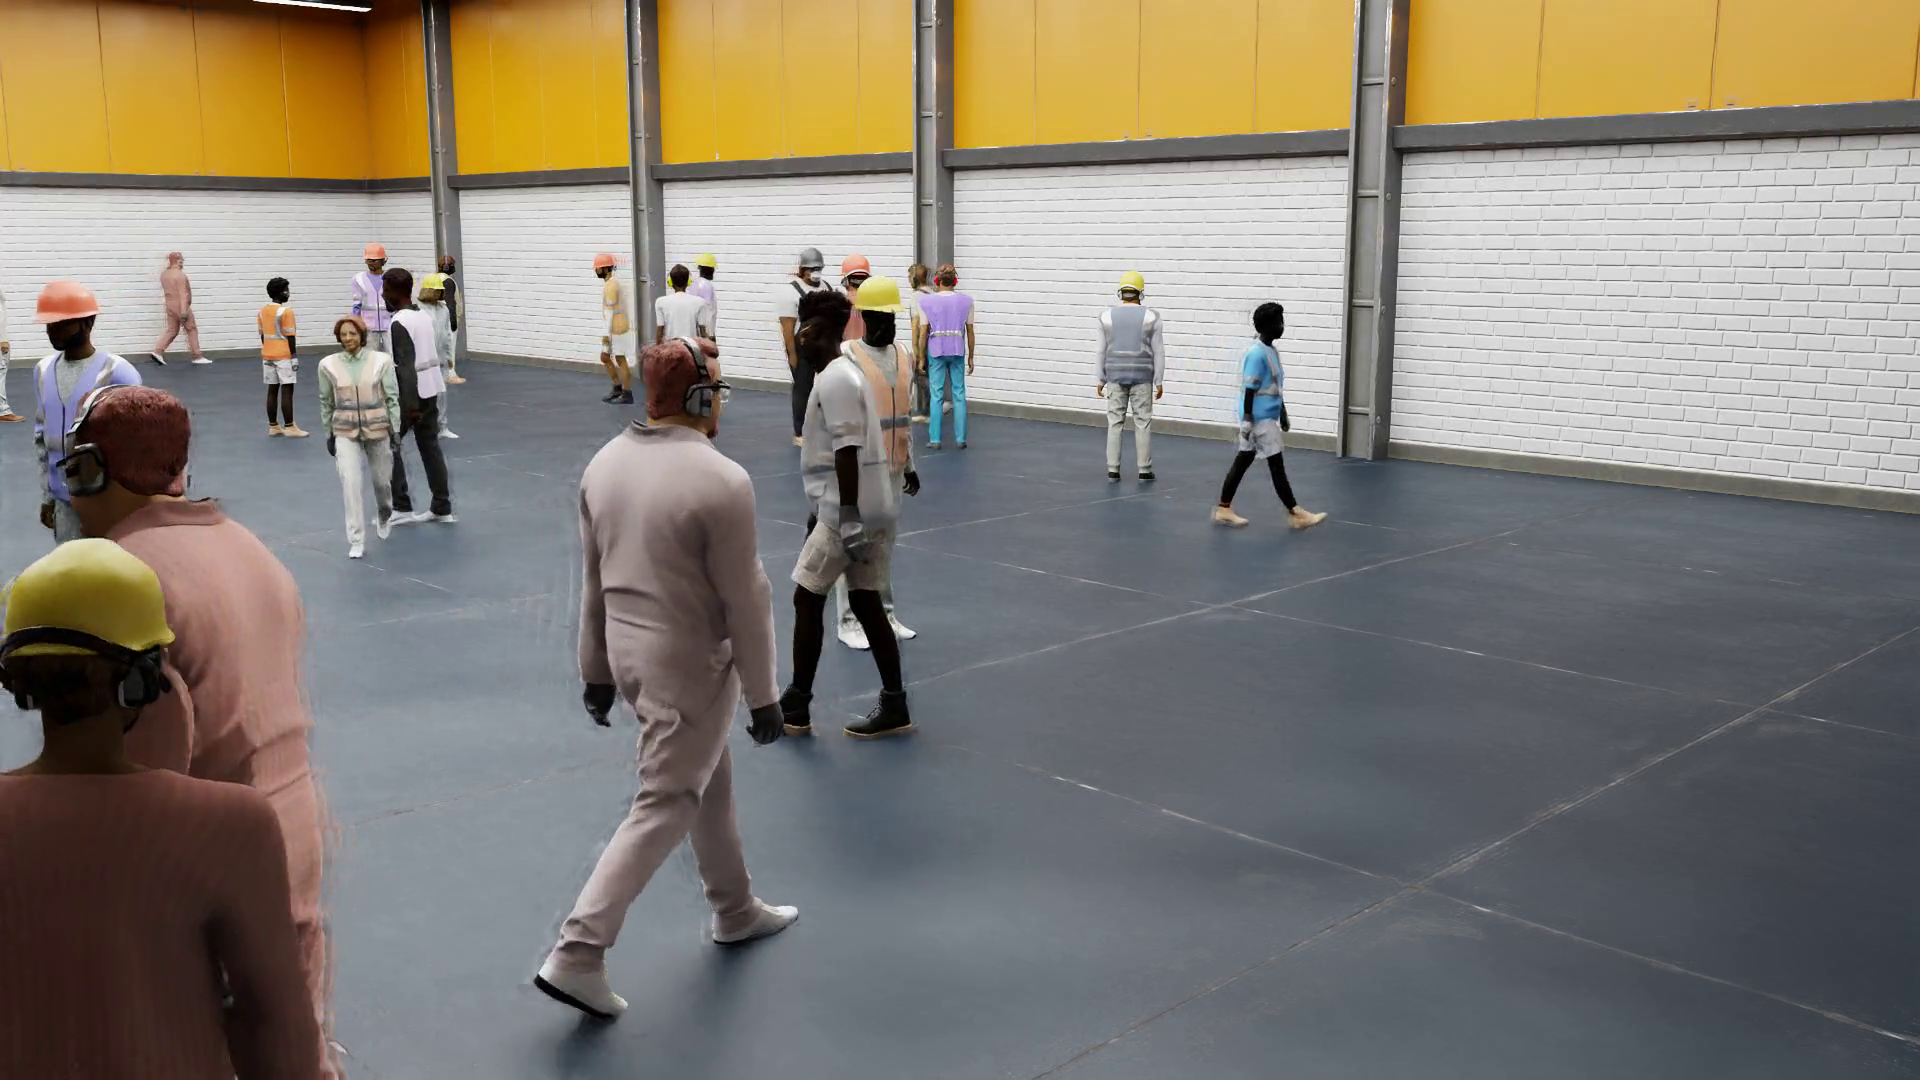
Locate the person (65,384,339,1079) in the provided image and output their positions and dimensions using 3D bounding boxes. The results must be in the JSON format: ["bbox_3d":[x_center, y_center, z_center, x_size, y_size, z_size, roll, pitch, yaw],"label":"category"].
[{"bbox_3d":[-1.412,0.645,3.133,0.652,1.855,0.673,1,10,6],"label":"person"}]

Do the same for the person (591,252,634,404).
[{"bbox_3d":[-4.379,-2.650,20.944,0.546,1.910,0.558,-2,11,-13],"label":"person"}]

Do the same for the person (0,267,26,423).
[{"bbox_3d":[-11.007,-2.295,18.938,0.631,1.940,0.372,8,13,38],"label":"person"}]

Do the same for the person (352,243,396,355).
[{"bbox_3d":[-7.081,-2.597,20.310,0.611,2.037,0.396,-3,11,-16],"label":"person"}]

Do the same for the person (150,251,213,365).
[{"bbox_3d":[-12.906,-3.814,27.403,0.659,1.877,0.905,7,13,34],"label":"person"}]

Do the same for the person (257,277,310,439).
[{"bbox_3d":[-7.162,-1.915,17.525,0.536,1.695,0.322,7,12,33],"label":"person"}]

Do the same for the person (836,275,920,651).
[{"bbox_3d":[-0.429,-0.402,8.645,0.387,1.926,0.591,10,14,43],"label":"person"}]

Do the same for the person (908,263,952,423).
[{"bbox_3d":[-0.335,-2.199,18.735,0.545,1.822,0.562,7,13,34],"label":"person"}]

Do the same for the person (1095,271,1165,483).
[{"bbox_3d":[1.472,-1.401,14.361,0.600,1.827,0.404,3,11,15],"label":"person"}]

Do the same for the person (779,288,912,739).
[{"bbox_3d":[-0.562,-0.103,7.076,0.771,1.908,0.689,2,11,11],"label":"person"}]

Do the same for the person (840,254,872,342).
[{"bbox_3d":[-0.831,-1.276,13.272,0.619,1.988,0.397,-5,11,-24],"label":"person"}]

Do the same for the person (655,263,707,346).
[{"bbox_3d":[-2.734,-1.771,16.309,0.509,1.859,0.432,-3,11,-14],"label":"person"}]

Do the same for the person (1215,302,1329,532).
[{"bbox_3d":[2.245,-0.885,12.011,0.859,1.643,0.553,4,11,20],"label":"person"}]

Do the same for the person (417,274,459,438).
[{"bbox_3d":[-5.465,-1.892,17.310,0.340,1.736,0.483,6,12,28],"label":"person"}]

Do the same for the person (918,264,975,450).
[{"bbox_3d":[-0.131,-1.814,16.566,0.571,1.845,0.382,-2,11,-11],"label":"person"}]

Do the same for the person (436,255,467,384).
[{"bbox_3d":[-7.401,-3.183,24.043,0.429,1.842,0.629,-7,13,-34],"label":"person"}]

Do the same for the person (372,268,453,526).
[{"bbox_3d":[-4.110,-1.050,12.281,0.690,1.892,0.594,1,10,4],"label":"person"}]

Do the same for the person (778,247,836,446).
[{"bbox_3d":[-1.410,-1.922,16.624,0.699,2.000,0.791,-8,13,-36],"label":"person"}]

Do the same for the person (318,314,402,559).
[{"bbox_3d":[-4.042,-0.727,11.255,0.514,1.617,0.724,-3,11,-16],"label":"person"}]

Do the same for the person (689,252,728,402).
[{"bbox_3d":[-3.250,-2.708,21.241,0.373,1.927,0.589,-6,12,-32],"label":"person"}]

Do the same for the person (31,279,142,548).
[{"bbox_3d":[-4.025,-0.226,7.664,0.551,1.933,0.377,2,11,13],"label":"person"}]

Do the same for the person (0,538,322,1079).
[{"bbox_3d":[-1.203,0.857,2.360,0.544,1.713,0.925,-1,10,-6],"label":"person"}]

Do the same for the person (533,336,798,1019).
[{"bbox_3d":[-0.827,0.366,4.655,0.651,1.867,0.959,10,14,43],"label":"person"}]
